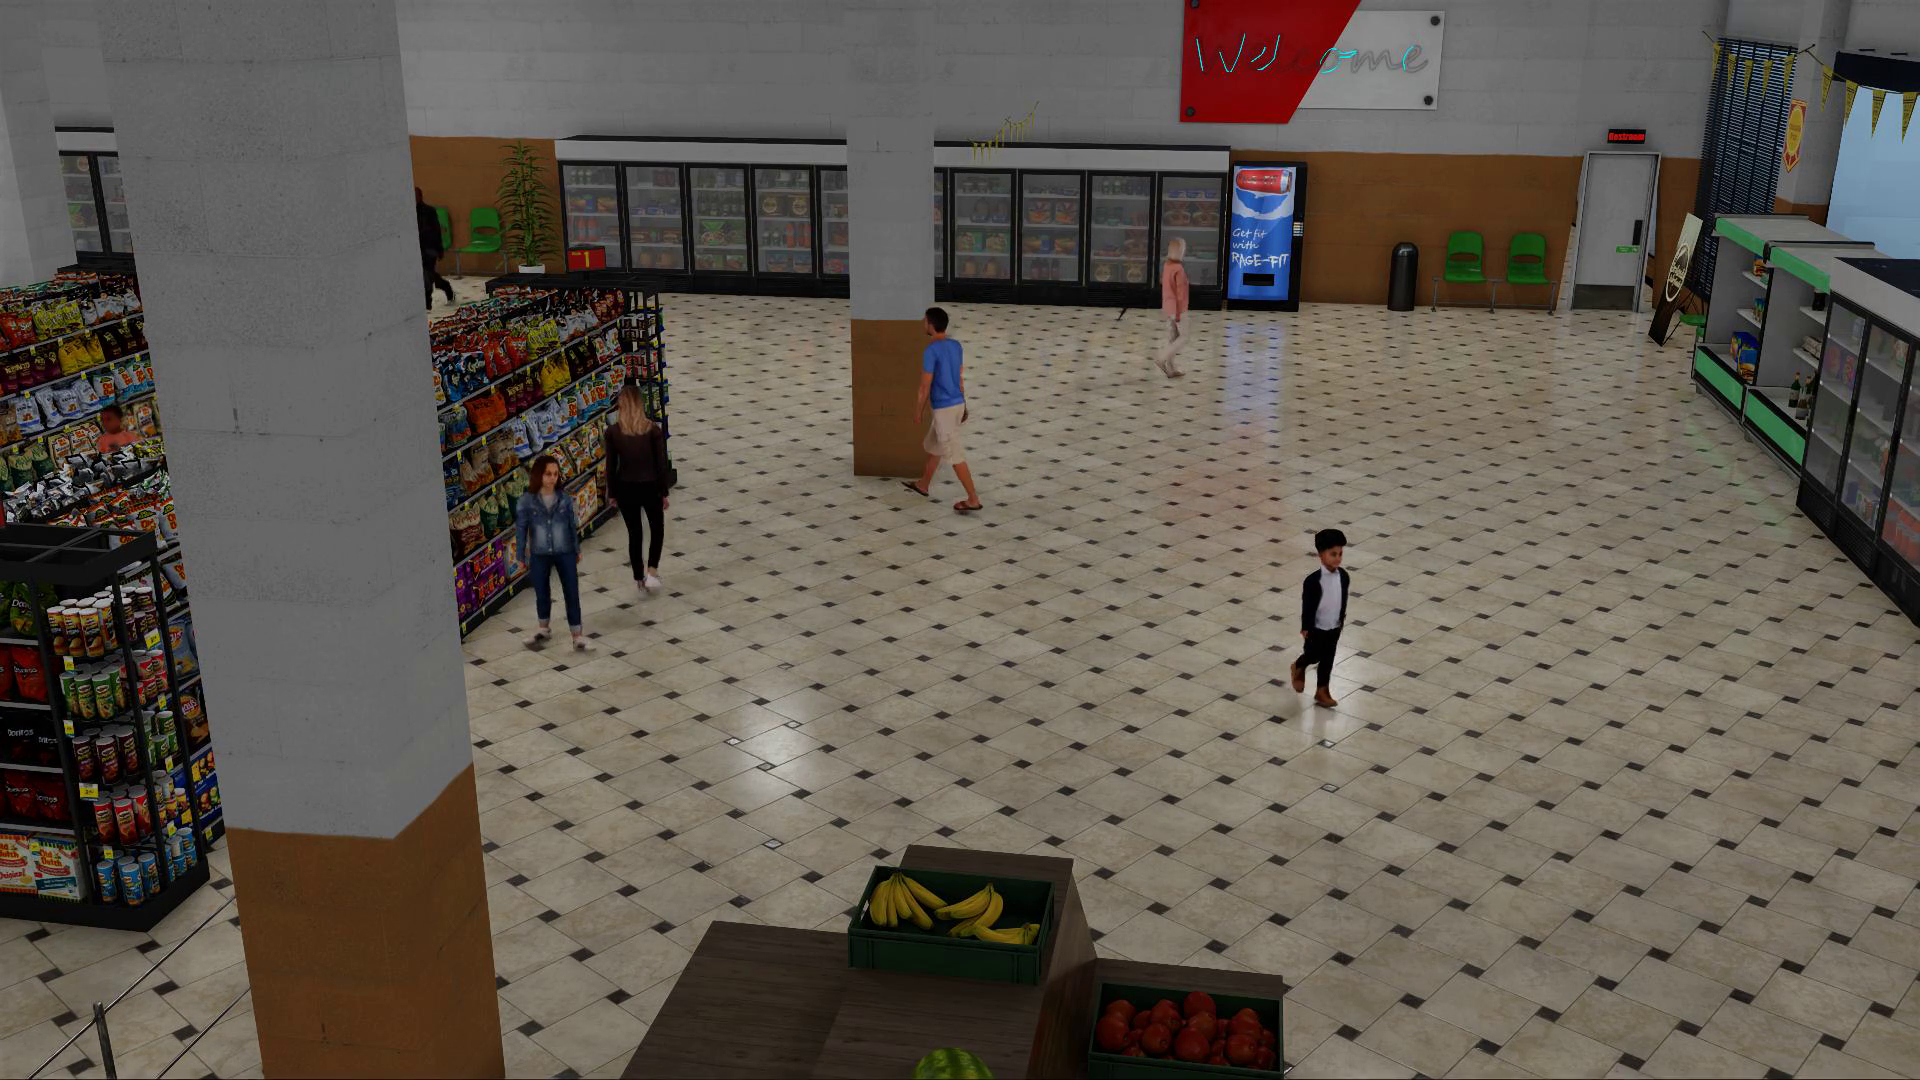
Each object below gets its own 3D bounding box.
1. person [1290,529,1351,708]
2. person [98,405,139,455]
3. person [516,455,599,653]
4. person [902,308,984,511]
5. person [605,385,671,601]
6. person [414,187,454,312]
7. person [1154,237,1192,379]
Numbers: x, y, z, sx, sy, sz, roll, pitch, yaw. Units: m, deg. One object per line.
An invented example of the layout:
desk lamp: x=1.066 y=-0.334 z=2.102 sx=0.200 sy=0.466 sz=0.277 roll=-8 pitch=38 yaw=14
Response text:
person: x=2.393 y=0.501 z=11.108 sx=0.653 sy=1.216 sz=0.742 roll=-6 pitch=20 yaw=-18
person: x=-6.989 y=-0.512 z=13.996 sx=0.567 sy=1.290 sz=0.815 roll=1 pitch=19 yaw=3
person: x=-2.961 y=0.089 z=11.949 sx=0.814 sy=1.458 sz=0.868 roll=-4 pitch=19 yaw=-12
person: x=-0.053 y=-1.140 z=15.045 sx=1.020 sy=1.809 sz=1.234 roll=12 pitch=22 yaw=31
person: x=-2.490 y=-0.301 z=12.843 sx=0.682 sy=1.627 sz=0.636 roll=-1 pitch=19 yaw=-2
person: x=-7.754 y=-4.272 z=24.395 sx=0.764 sy=1.769 sz=1.215 roll=5 pitch=19 yaw=13
person: x=2.525 y=-2.785 z=20.075 sx=0.846 sy=1.713 sz=0.798 roll=-9 pitch=20 yaw=-24
